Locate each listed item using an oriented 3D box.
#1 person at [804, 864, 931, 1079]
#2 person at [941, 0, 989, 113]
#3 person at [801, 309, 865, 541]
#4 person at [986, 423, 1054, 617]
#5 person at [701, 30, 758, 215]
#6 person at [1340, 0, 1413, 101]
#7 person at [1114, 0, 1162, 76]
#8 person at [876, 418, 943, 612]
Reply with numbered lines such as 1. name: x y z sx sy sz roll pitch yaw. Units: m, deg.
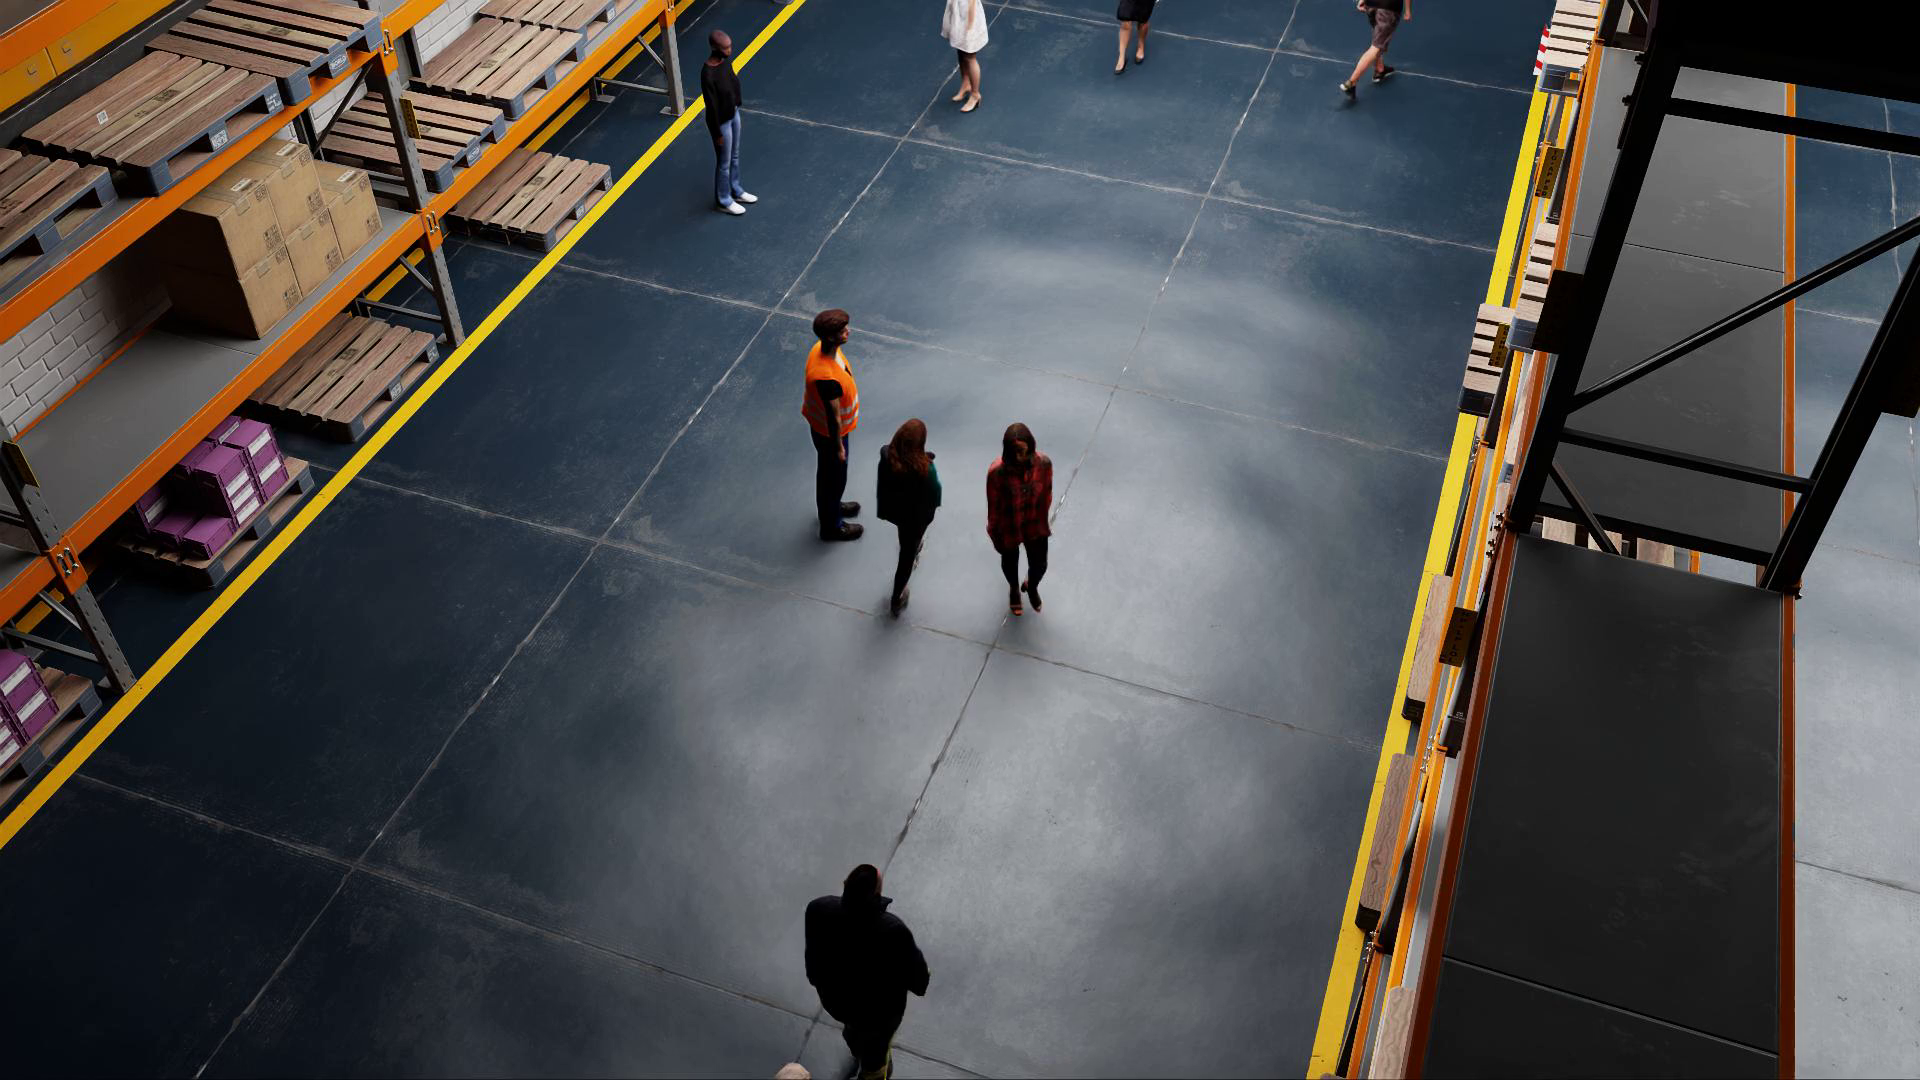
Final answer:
1. person: -0.522 2.253 8.303 0.774 1.851 0.726 15 46 15
2. person: 0.046 -4.975 15.949 0.842 1.770 0.778 -16 46 -17
3. person: -0.895 -0.789 11.474 0.813 1.882 0.705 -3 44 -3
4. person: 0.351 -0.165 10.963 0.738 1.684 0.777 -10 45 -10
5. person: -2.089 -3.682 14.610 0.663 1.744 0.495 12 45 12
6. person: 4.057 -5.154 16.091 1.297 1.833 1.054 -31 52 -29
7. person: 1.825 -5.547 16.634 0.729 1.652 0.894 10 45 11
8. person: -0.371 -0.128 11.088 0.566 1.458 0.873 15 45 15
